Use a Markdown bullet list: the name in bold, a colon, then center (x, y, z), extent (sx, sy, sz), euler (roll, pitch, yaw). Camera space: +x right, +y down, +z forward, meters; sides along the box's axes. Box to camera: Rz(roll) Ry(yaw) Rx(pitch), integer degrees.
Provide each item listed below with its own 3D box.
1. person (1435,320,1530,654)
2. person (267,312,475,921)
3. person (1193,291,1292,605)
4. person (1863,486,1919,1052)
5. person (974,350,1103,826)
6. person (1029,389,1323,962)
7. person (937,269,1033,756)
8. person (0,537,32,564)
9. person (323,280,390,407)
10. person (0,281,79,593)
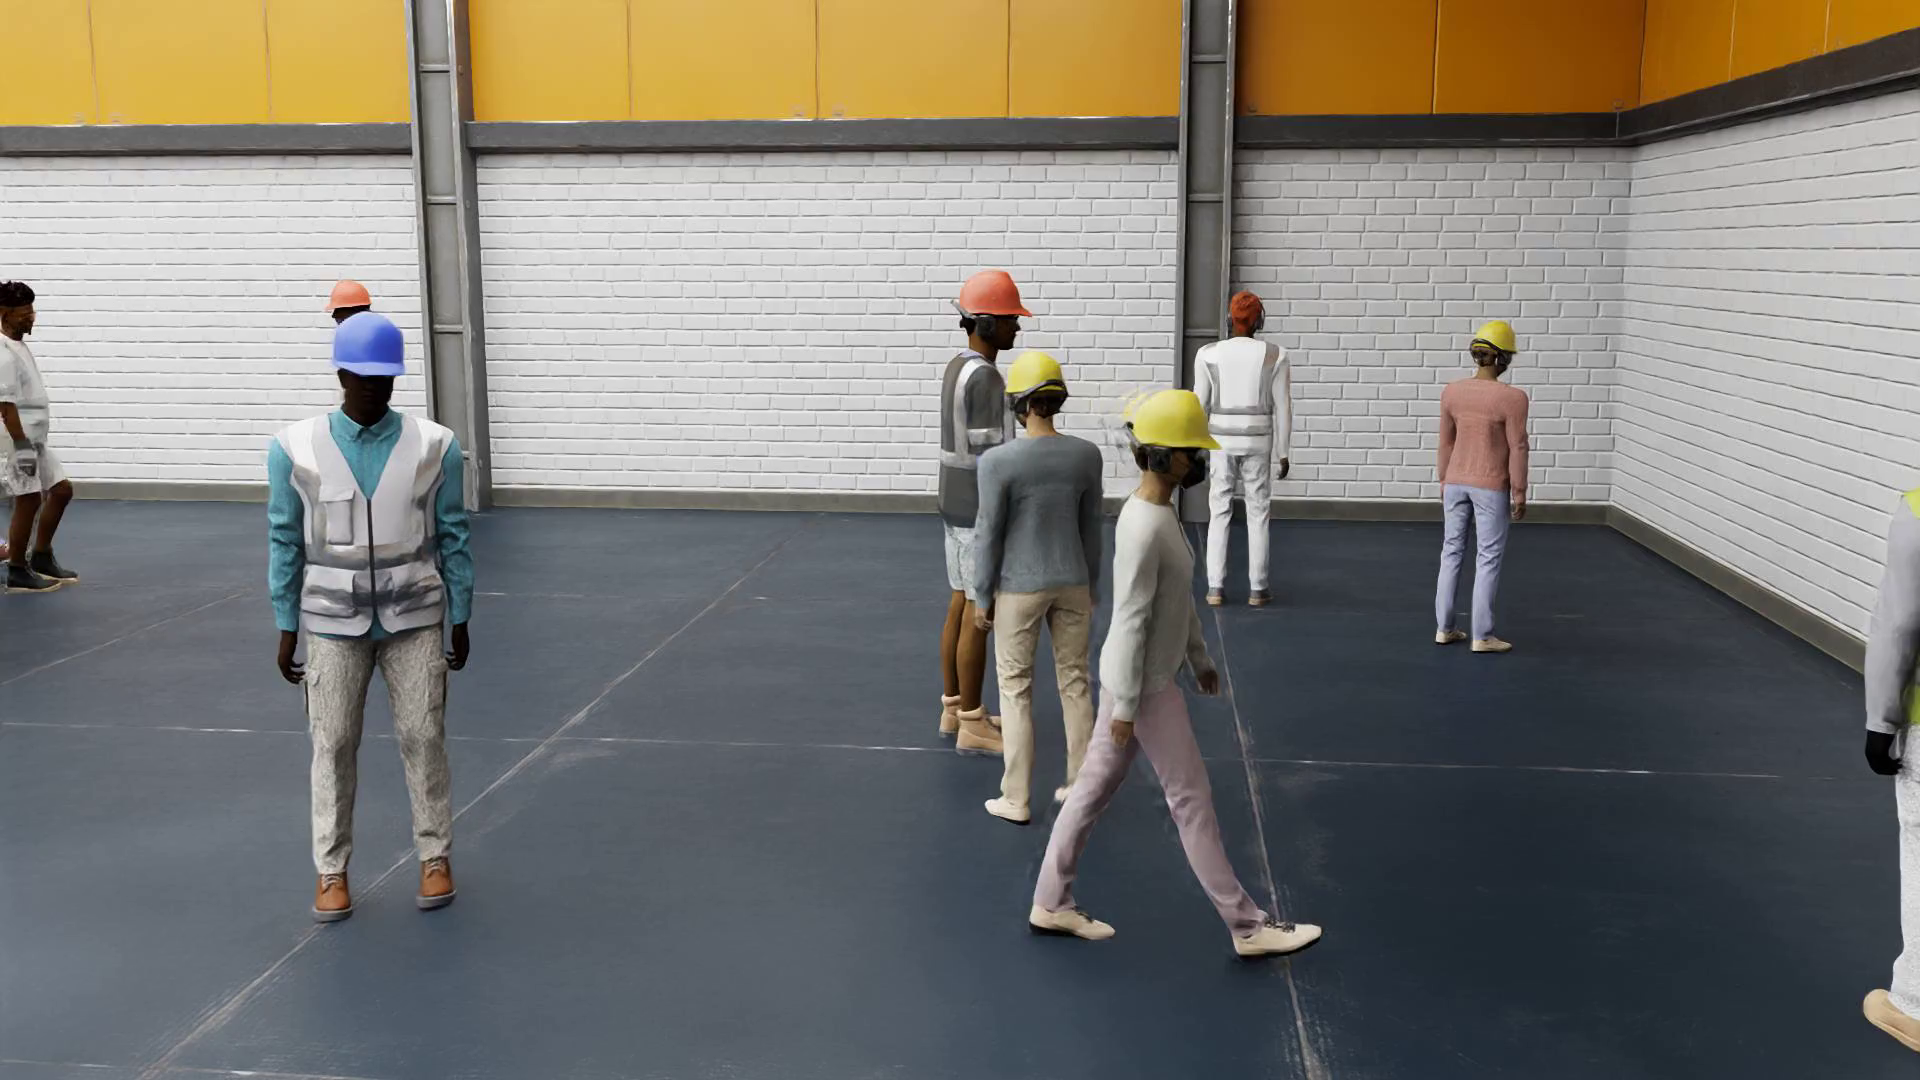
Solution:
- **person**: center (2.770, -0.277, 8.816), extent (0.345, 1.758, 0.532), euler (-8, 13, -38)
- **person**: center (-1.865, 0.246, 5.314), extent (0.618, 1.933, 0.415), euler (-4, 11, -19)
- **person**: center (1.686, -0.543, 9.972), extent (0.585, 1.884, 0.341), euler (3, 10, 14)
- **person**: center (2.698, 0.462, 4.369), extent (0.639, 1.831, 0.429), euler (1, 10, 4)
- **person**: center (0.286, 0.179, 6.208), extent (0.535, 1.760, 0.344), euler (-5, 11, -24)
- **person**: center (0.623, 0.412, 4.961), extent (0.900, 1.718, 0.537), euler (1, 10, 8)
- **person**: center (0.107, -0.114, 7.060), extent (0.396, 2.042, 0.610), euler (-2, 10, -12)
- **person**: center (-6.768, -0.717, 11.177), extent (0.923, 1.810, 0.531), euler (0, 10, -1)
- **person**: center (-3.972, -0.749, 11.042), extent (0.383, 1.930, 0.540), euler (-4, 11, -21)
- **person**: center (-5.743, -0.633, 10.327), extent (0.531, 1.932, 0.659), euler (-3, 10, -18)
